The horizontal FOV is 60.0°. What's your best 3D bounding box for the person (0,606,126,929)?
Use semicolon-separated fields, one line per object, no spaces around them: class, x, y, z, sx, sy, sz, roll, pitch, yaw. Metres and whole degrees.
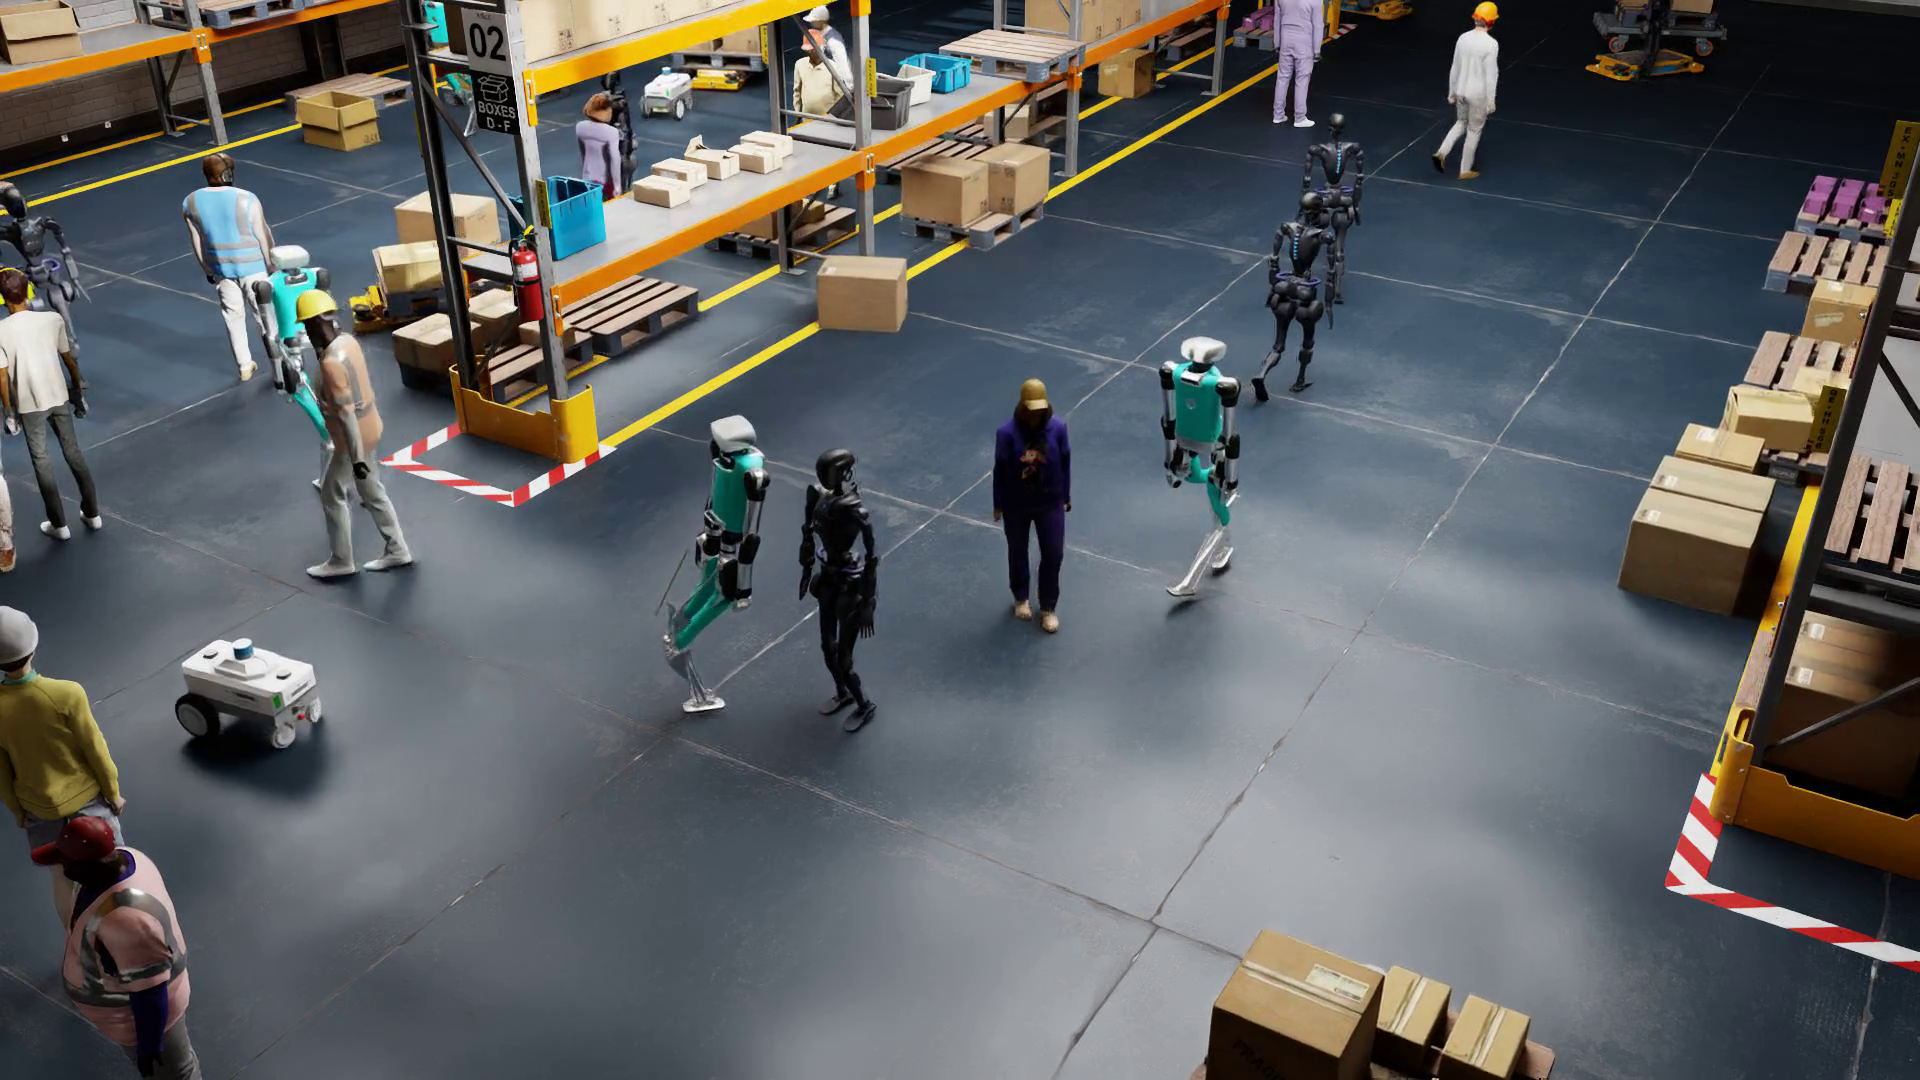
person;-3.942;1.125;7.304;0.473;1.895;0.385;-9;31;-15

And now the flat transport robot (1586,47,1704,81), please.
flat transport robot;9.128;-6.330;22.140;1.431;0.231;0.659;-12;32;-20

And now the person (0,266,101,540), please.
person;-6.019;-0.889;10.907;0.354;1.856;0.521;22;36;34

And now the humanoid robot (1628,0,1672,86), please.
humanoid robot;8.937;-6.699;21.359;0.377;1.639;0.611;26;39;38

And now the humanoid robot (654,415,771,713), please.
humanoid robot;-1.419;0.225;9.063;0.799;1.799;0.559;-17;34;-27

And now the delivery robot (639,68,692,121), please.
delivery robot;-3.565;-5.454;20.285;0.499;0.581;0.768;8;30;13

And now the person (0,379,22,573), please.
person;-6.452;-0.845;10.753;0.644;1.934;1.061;-10;31;-18

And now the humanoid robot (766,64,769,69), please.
humanoid robot;-2.754;-7.125;22.089;0.863;1.795;0.560;-9;31;-15

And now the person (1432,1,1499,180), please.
person;5.449;-4.773;17.755;0.498;1.881;0.580;-17;34;-27

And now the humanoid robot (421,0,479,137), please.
humanoid robot;-5.769;-5.529;19.340;0.553;1.891;0.766;13;32;22

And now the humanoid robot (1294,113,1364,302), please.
humanoid robot;3.306;-3.001;14.860;0.600;1.622;0.777;-3;30;-5

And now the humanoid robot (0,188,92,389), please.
humanoid robot;-7.230;-2.009;13.083;0.591;1.635;0.568;-24;38;-36

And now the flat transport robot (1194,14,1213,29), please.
flat transport robot;3.081;-7.428;24.082;0.659;0.231;1.431;17;33;27

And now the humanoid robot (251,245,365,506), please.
humanoid robot;-4.303;-1.030;11.360;0.855;1.872;0.563;25;38;37

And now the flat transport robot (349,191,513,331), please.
flat transport robot;-4.635;-2.139;14.725;1.431;0.231;0.659;-11;31;-19

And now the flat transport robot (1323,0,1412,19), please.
flat transport robot;6.115;-8.193;25.435;1.431;0.231;0.659;23;37;34

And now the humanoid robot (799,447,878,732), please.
humanoid robot;-0.671;0.252;9.055;0.609;1.649;0.358;26;38;38

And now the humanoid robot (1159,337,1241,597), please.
humanoid robot;1.589;-0.502;10.359;0.539;1.743;0.993;22;36;33

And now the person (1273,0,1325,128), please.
person;3.995;-5.839;19.602;0.650;1.913;0.413;24;37;36

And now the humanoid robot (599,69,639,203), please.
humanoid robot;-3.348;-3.805;16.287;0.550;1.639;0.584;-24;37;-35

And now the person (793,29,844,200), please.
person;-1.469;-4.399;17.214;0.572;1.748;0.341;12;31;20

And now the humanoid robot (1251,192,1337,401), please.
humanoid robot;2.587;-1.875;12.846;0.611;1.627;0.642;23;37;34

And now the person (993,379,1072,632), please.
person;0.438;-0.190;9.905;0.485;1.606;0.556;-1;30;-2

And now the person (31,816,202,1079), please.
person;-3.125;1.759;6.322;0.420;1.753;0.611;-17;34;-27

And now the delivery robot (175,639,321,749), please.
delivery robot;-3.942;0.822;9.217;0.785;0.614;0.506;12;32;20

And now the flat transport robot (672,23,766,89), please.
flat transport robot;-3.046;-6.207;21.922;0.659;0.231;1.431;5;30;8

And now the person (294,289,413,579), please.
person;-3.928;-0.628;10.421;0.762;1.872;0.665;-4;30;-7

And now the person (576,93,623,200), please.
person;-3.318;-3.377;15.550;0.475;1.607;0.535;5;30;10

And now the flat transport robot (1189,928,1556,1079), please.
flat transport robot;1.675;2.340;6.802;0.659;0.231;1.431;17;34;27

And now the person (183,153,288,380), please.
person;-5.682;-2.145;13.146;0.619;1.837;0.430;-1;29;-1

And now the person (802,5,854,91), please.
person;-1.372;-5.111;18.532;0.780;1.706;0.779;-11;31;-18
